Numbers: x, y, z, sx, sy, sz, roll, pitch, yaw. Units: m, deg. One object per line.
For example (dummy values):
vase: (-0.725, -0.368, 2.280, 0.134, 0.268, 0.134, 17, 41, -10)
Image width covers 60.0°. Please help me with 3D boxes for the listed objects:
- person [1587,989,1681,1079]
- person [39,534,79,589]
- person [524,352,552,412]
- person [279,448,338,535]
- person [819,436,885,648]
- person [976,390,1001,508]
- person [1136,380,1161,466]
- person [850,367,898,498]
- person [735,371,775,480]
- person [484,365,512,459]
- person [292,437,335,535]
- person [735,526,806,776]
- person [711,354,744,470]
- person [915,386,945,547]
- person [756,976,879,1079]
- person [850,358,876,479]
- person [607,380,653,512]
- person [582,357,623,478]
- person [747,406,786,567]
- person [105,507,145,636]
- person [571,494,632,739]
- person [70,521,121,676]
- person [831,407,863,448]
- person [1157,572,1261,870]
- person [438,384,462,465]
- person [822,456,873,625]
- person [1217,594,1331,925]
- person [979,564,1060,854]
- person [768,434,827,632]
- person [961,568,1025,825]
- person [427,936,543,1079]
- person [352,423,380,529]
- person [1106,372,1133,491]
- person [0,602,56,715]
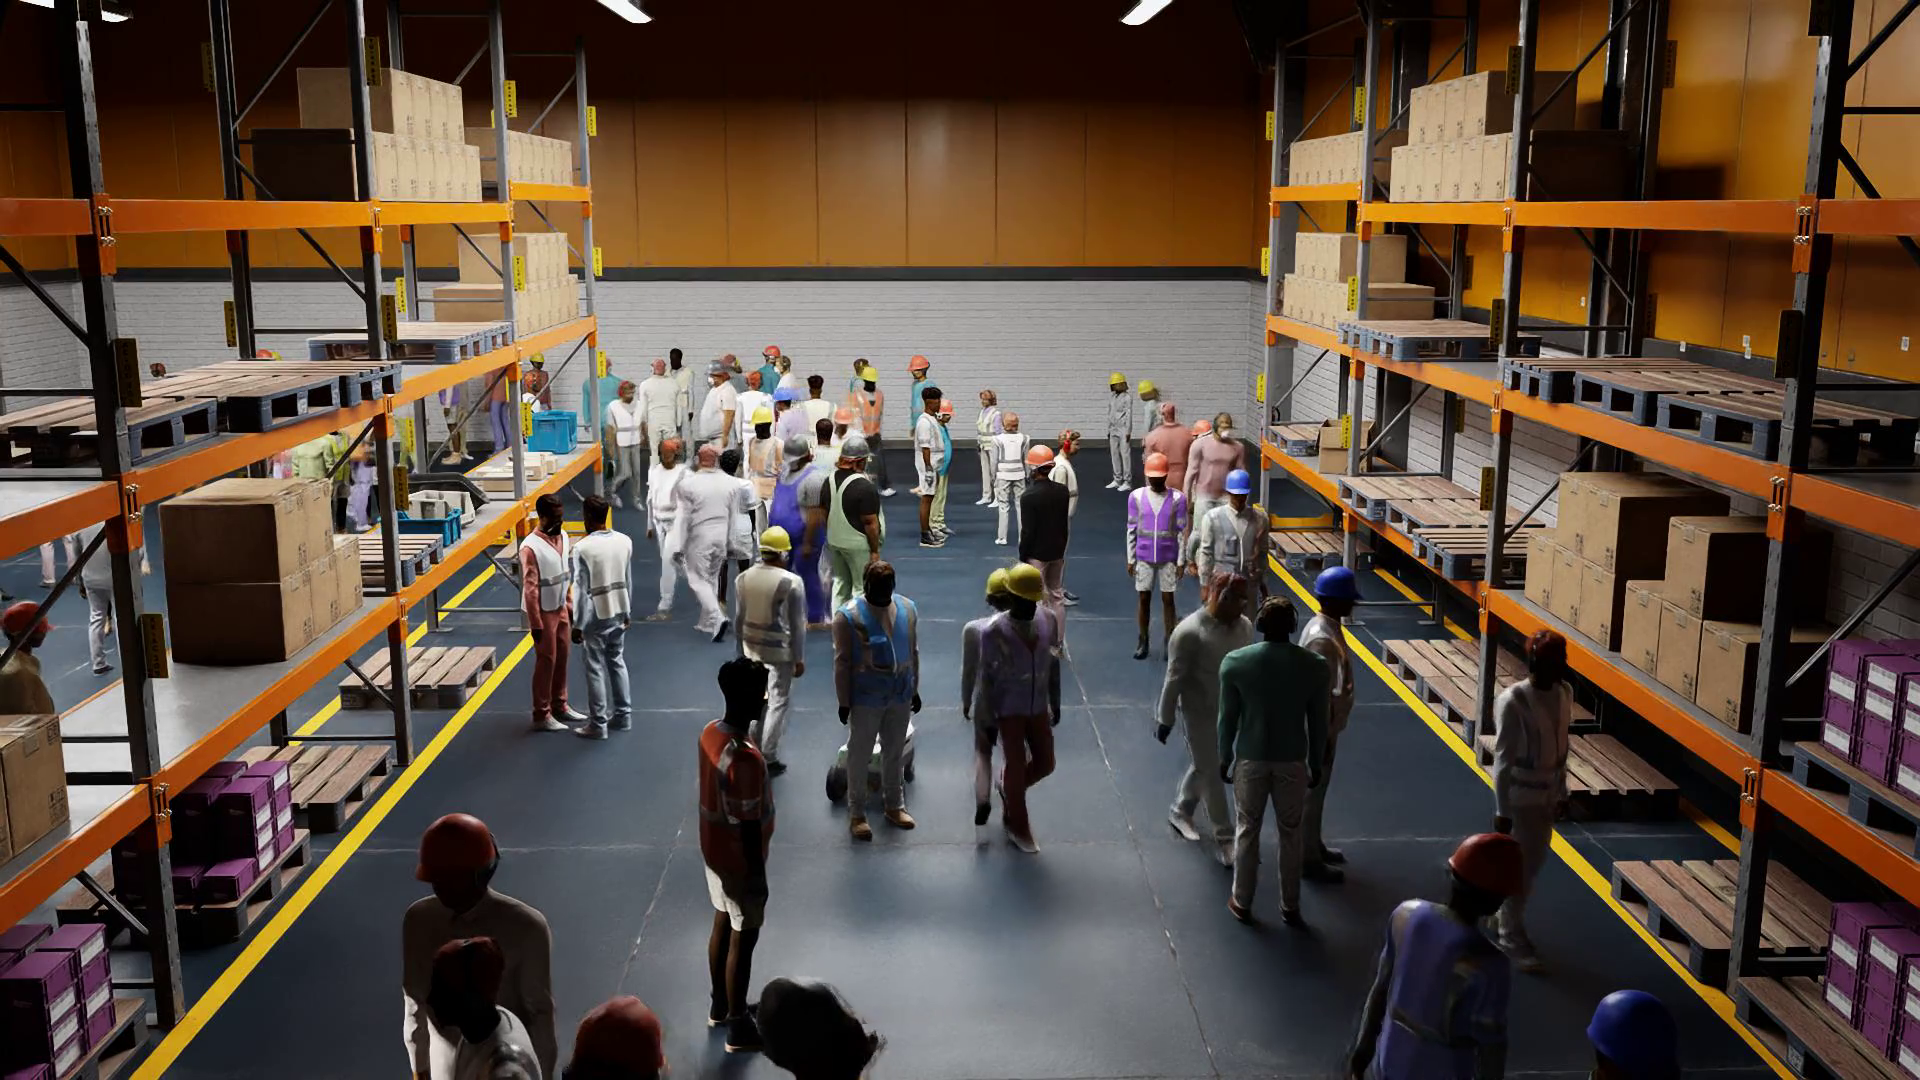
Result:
person: (1.851, 2.201, 4.836, 0.606, 1.944, 0.403, -9, 14, -38)
person: (-9.864, -0.386, 18.056, 0.564, 1.846, 0.383, -10, 15, -42)
person: (-6.998, -2.251, 27.629, 0.339, 1.762, 0.524, 8, 14, 34)
person: (-8.021, -0.735, 20.249, 0.673, 1.667, 0.537, -10, 15, -42)
person: (-0.946, 0.035, 15.457, 0.684, 2.000, 0.538, 11, 16, 44)
person: (0.409, -1.267, 23.026, 0.318, 1.630, 0.522, -7, 13, -30)
person: (2.725, -1.416, 23.562, 0.452, 1.700, 0.558, 5, 12, 23)
person: (-1.250, -1.514, 23.621, 0.583, 1.874, 0.944, -8, 14, -34)
person: (-2.832, -1.403, 23.067, 0.574, 1.882, 0.358, 2, 12, 12)
person: (-7.653, -2.333, 27.450, 0.402, 1.990, 0.622, 4, 12, 19)
person: (-7.603, -0.643, 19.548, 0.533, 1.767, 0.326, 2, 11, 11)
person: (-1.389, 0.803, 12.202, 0.606, 1.808, 0.510, 7, 13, 31)
person: (-3.605, -1.984, 26.096, 0.692, 1.843, 0.999, 8, 14, 37)
person: (-0.364, -0.905, 20.354, 0.367, 1.967, 0.606, 1, 11, 3)
person: (-0.289, 2.170, 4.753, 0.771, 2.000, 0.544, 3, 12, 16)
person: (-1.508, -1.854, 25.417, 0.344, 1.847, 0.504, -4, 12, -18)
person: (-4.509, -1.273, 22.570, 0.528, 1.820, 0.643, 10, 15, 42)
person: (-5.396, -1.832, 25.235, 0.662, 1.884, 0.642, -2, 11, -9)
person: (-2.175, -0.537, 18.610, 0.585, 1.927, 0.366, 9, 15, 39)
person: (-8.155, 0.086, 16.064, 0.537, 1.695, 0.320, -4, 12, -19)
person: (-2.777, 0.594, 13.006, 0.391, 1.905, 0.599, 7, 13, 30)
person: (-7.522, 0.337, 14.692, 0.569, 1.744, 0.350, 1, 11, 3)
person: (-1.474, -0.829, 20.654, 0.602, 1.705, 0.874, 0, 11, -2)
person: (1.631, 1.115, 10.549, 0.678, 1.840, 1.001, -7, 13, -31)
person: (-8.254, -2.227, 26.789, 0.388, 2.045, 0.605, -2, 11, -11)
person: (-1.057, -0.038, 16.256, 0.604, 1.872, 1.009, -11, 15, -43)
person: (1.792, 1.264, 9.583, 0.629, 1.930, 0.361, 1, 11, 5)
person: (0.378, 1.056, 10.680, 0.617, 1.902, 0.546, -7, 13, -30)
person: (-1.658, -0.074, 16.001, 0.840, 2.000, 0.755, -8, 14, -35)
person: (0.273, 1.064, 11.016, 0.539, 1.756, 0.493, 1, 11, 5)
person: (-1.456, 2.146, 5.307, 0.371, 1.877, 0.581, -5, 12, -23)
person: (-7.618, -0.977, 21.388, 0.540, 1.697, 0.318, 5, 12, 25)
person: (2.322, -1.595, 24.414, 0.324, 1.730, 0.490, -8, 14, -36)
person: (-5.748, 1.227, 10.287, 0.381, 1.735, 0.666, -7, 13, -32)
